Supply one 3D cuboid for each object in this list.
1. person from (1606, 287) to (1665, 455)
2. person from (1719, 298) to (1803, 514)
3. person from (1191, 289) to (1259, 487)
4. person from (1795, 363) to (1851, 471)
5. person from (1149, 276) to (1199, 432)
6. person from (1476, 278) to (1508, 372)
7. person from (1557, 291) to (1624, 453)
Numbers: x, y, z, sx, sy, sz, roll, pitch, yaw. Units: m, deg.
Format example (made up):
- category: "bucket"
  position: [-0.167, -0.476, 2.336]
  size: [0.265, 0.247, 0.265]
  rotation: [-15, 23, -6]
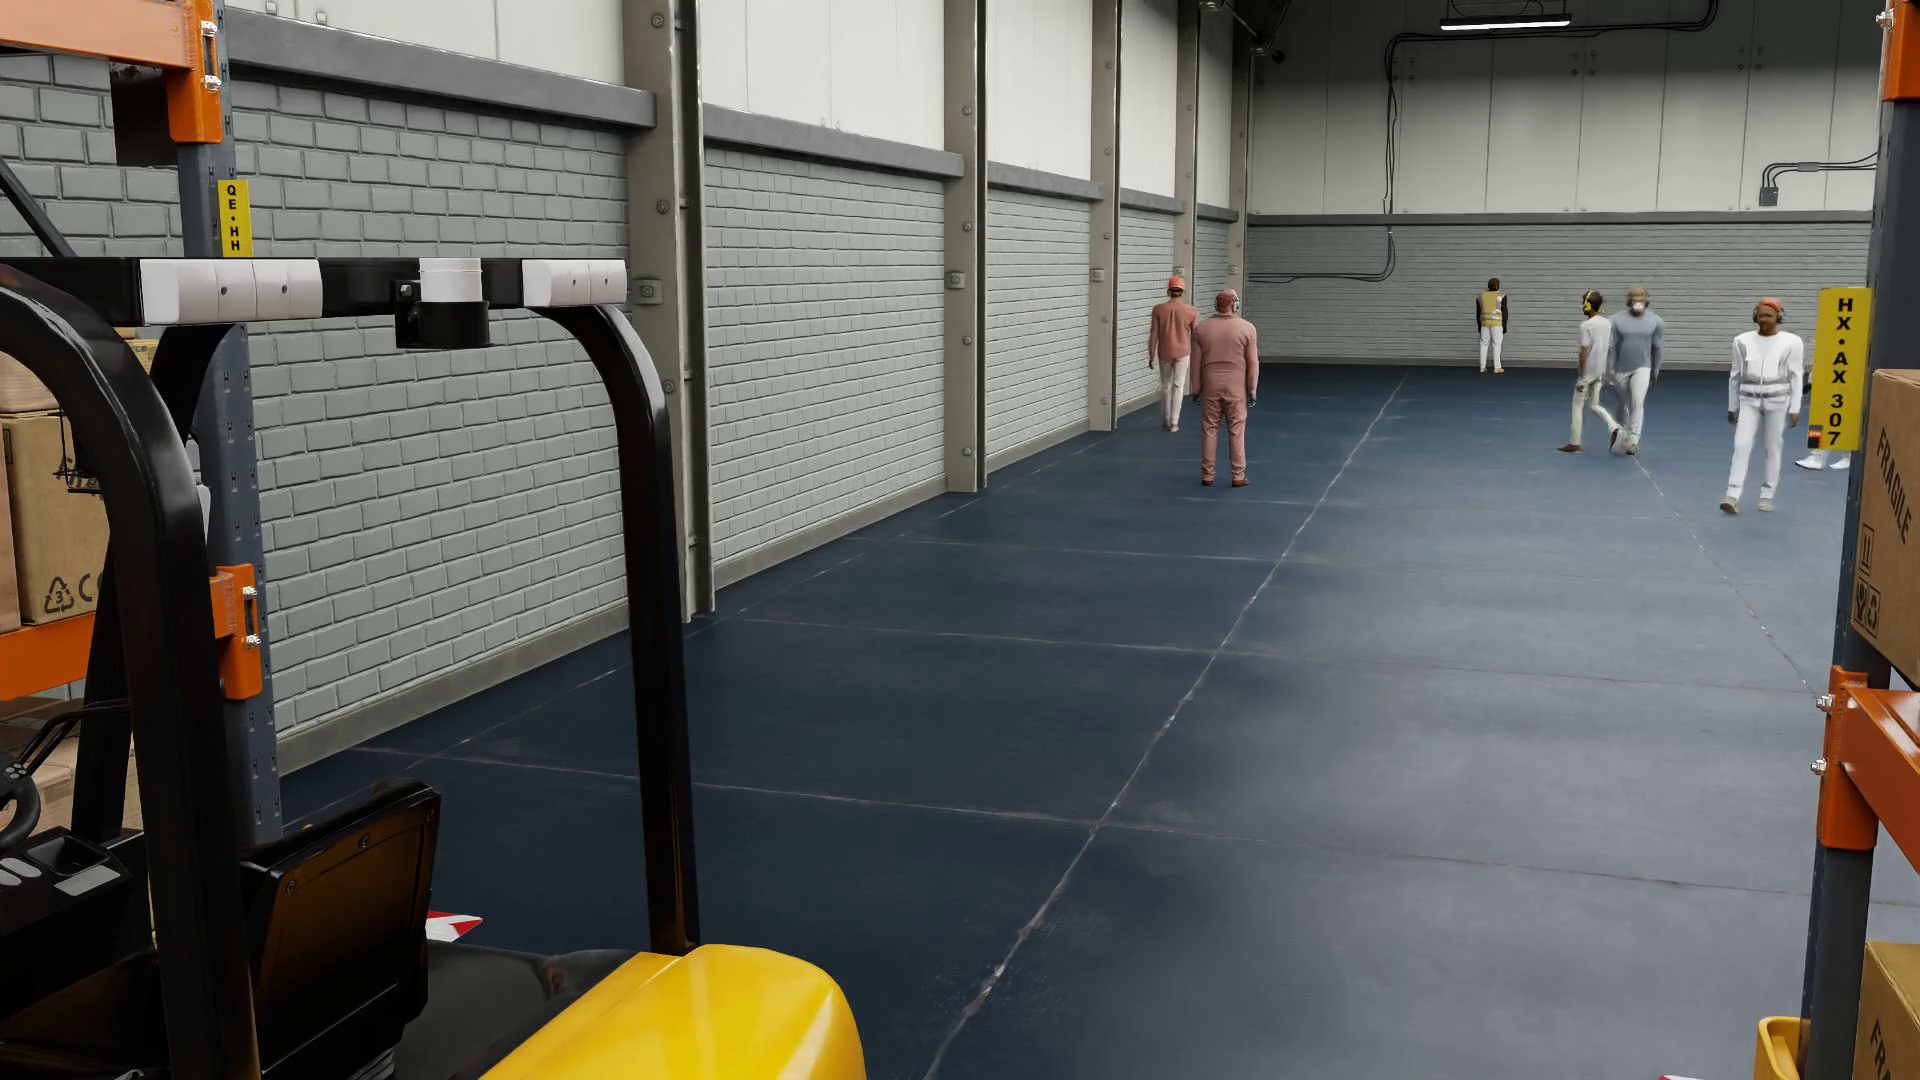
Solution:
- category: "person"
  position: [7.697, -1.947, 19.013]
  size: [0.617, 1.893, 1.029]
  rotation: [4, 10, 24]
- category: "person"
  position: [6.862, -1.131, 14.250]
  size: [0.605, 1.849, 0.860]
  rotation: [7, 12, 35]
- category: "person"
  position: [2.556, -1.462, 16.045]
  size: [0.652, 1.906, 0.403]
  rotation: [3, 10, 19]
- category: "person"
  position: [9.027, -1.657, 17.261]
  size: [0.913, 1.889, 0.597]
  rotation: [-1, 10, -6]
- category: "person"
  position: [2.790, -2.400, 21.452]
  size: [0.659, 1.960, 0.887]
  rotation: [3, 10, 15]
- category: "person"
  position: [10.401, -4.191, 32.490]
  size: [0.626, 1.846, 0.429]
  rotation: [8, 12, 39]
- category: "person"
  position: [7.120, -1.871, 18.673]
  size: [0.543, 1.843, 0.732]
  rotation: [-6, 11, -30]
